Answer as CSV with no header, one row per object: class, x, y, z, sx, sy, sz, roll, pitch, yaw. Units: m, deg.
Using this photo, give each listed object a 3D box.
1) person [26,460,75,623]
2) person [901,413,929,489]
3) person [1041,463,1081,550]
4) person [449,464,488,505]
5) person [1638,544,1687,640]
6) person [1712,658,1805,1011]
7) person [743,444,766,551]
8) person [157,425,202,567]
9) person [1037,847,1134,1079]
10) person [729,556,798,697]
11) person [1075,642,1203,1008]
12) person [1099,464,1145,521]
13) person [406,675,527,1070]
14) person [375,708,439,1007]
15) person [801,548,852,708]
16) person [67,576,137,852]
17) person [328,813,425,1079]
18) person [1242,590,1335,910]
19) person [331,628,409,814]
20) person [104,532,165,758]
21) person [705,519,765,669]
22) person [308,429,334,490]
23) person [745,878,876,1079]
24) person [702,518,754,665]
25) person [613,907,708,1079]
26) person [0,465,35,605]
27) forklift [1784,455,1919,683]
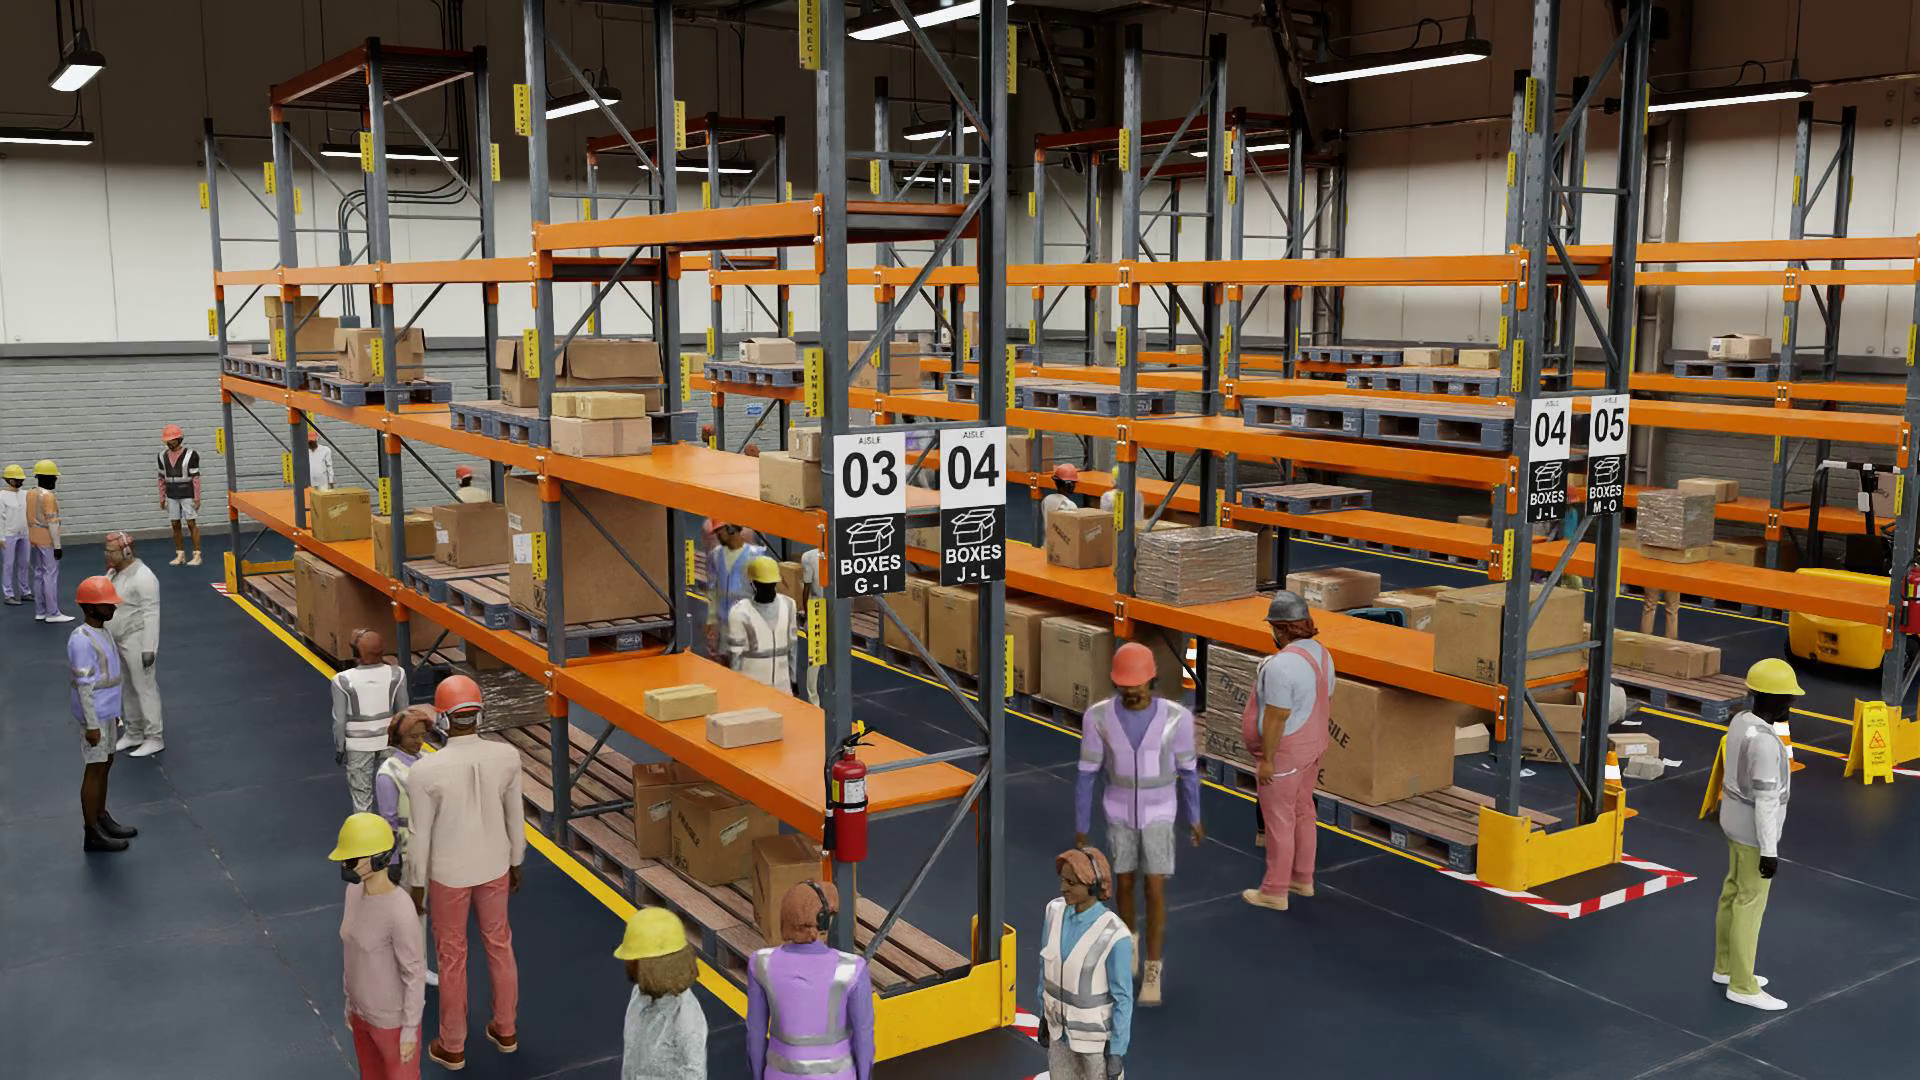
person,-10.768,0.016,19.641,0.593,1.922,0.383,7,11,38
person,-0.812,-1.475,30.092,0.646,1.796,0.934,6,11,37
person,1.125,0.175,18.244,0.415,2.035,0.601,-5,10,-29
person,-6.200,-0.104,21.106,0.780,1.728,0.566,8,12,42
person,7.533,0.385,17.774,0.563,1.744,0.353,5,10,31
person,4.381,1.592,9.138,0.366,1.926,0.592,2,9,10
person,-3.099,-0.639,25.013,0.306,1.623,0.501,-2,9,-14
person,-11.065,-0.620,23.553,0.612,2.029,0.410,1,9,6
person,0.514,2.068,6.921,0.309,1.641,0.515,-7,11,-39
person,-1.475,1.064,12.714,0.609,1.905,0.573,-6,10,-35
person,0.977,1.550,9.173,0.682,1.999,0.922,2,9,13
person,1.911,-0.027,20.361,0.594,1.797,0.764,-5,10,-29
person,-2.504,1.667,8.450,0.616,1.986,0.402,-8,12,-42
person,-3.036,1.729,9.182,0.315,1.638,0.515,1,9,9
person,-1.214,0.710,15.222,0.508,1.865,0.328,-7,11,-40
person,-6.012,1.206,11.676,0.375,1.935,0.551,-2,9,-13
person,-2.439,1.998,6.969,0.533,1.767,0.322,8,11,42
person,2.073,1.311,10.632,0.535,2.000,0.685,7,11,38
person,-3.990,1.410,11.309,0.516,1.639,0.308,-6,10,-33
person,-6.999,0.873,14.003,0.651,1.904,0.403,6,10,35
person,-2.002,0.703,14.890,0.681,1.999,0.627,5,10,32
person,-10.316,-0.936,26.595,0.575,1.739,0.348,-4,9,-22
person,-0.583,2.132,6.507,0.515,1.636,0.314,2,9,11
person,-2.350,0.407,17.151,0.638,1.899,0.399,5,10,31
person,-1.081,2.158,5.986,0.306,1.742,0.489,-6,11,-37
person,-11.755,-0.065,20.742,0.340,1.757,0.518,3,9,21
forklift,9.643,0.253,17.172,2.313,2.155,1.214,-6,10,-33
